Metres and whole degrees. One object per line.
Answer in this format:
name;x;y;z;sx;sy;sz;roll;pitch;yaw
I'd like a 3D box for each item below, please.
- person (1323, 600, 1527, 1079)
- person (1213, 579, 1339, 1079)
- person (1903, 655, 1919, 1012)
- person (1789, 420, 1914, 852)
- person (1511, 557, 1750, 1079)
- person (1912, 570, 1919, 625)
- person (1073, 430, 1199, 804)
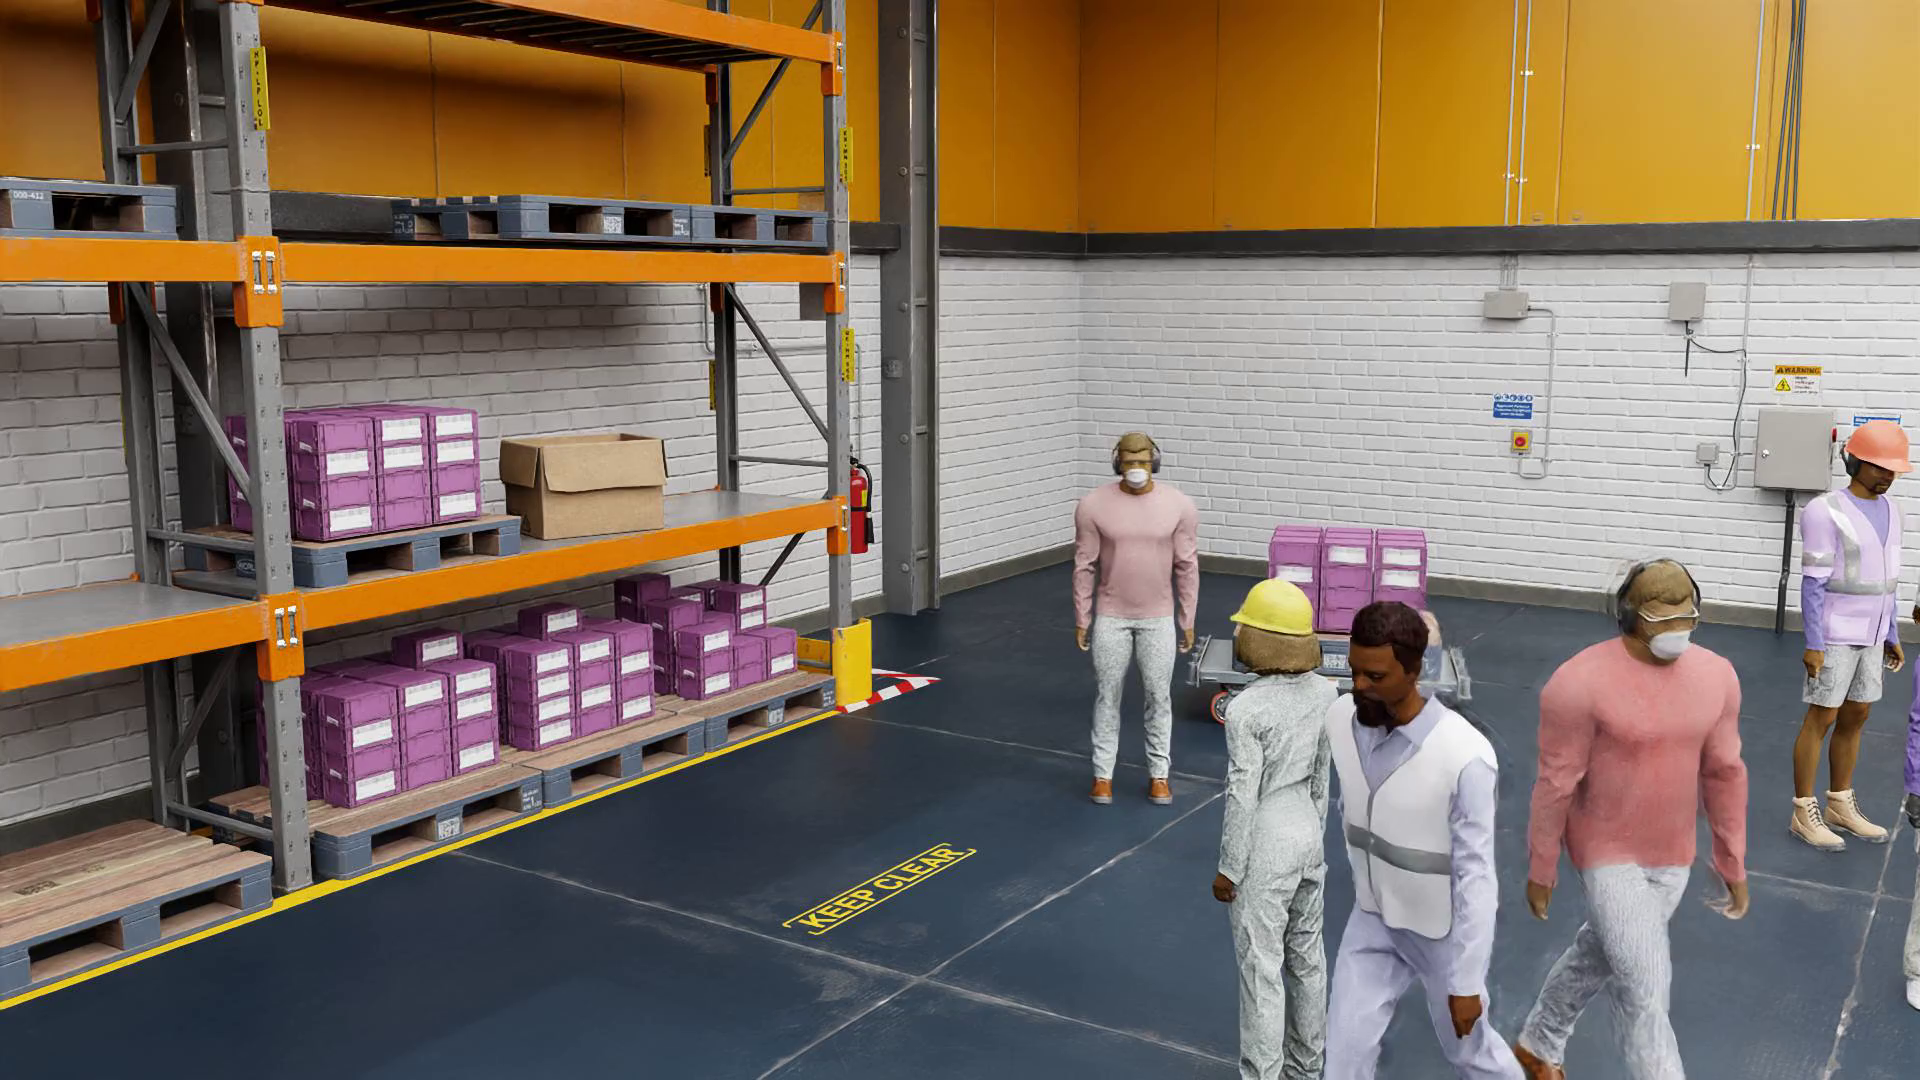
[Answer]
person;1.294;1.043;4.607;1.013;1.851;0.633;-5;10;-32
person;0.985;0.983;5.287;0.487;1.745;0.293;-8;12;-41
person;3.689;0.928;6.022;0.509;1.629;0.316;2;9;14
person;4.229;0.446;7.847;0.605;2.034;0.390;-4;10;-24
person;2.031;0.964;5.023;0.646;1.881;1.029;-3;9;-20
person;5.555;0.346;9.008;0.692;1.882;0.647;-4;10;-26
person;0.896;0.398;8.503;0.641;1.931;0.375;1;9;5
